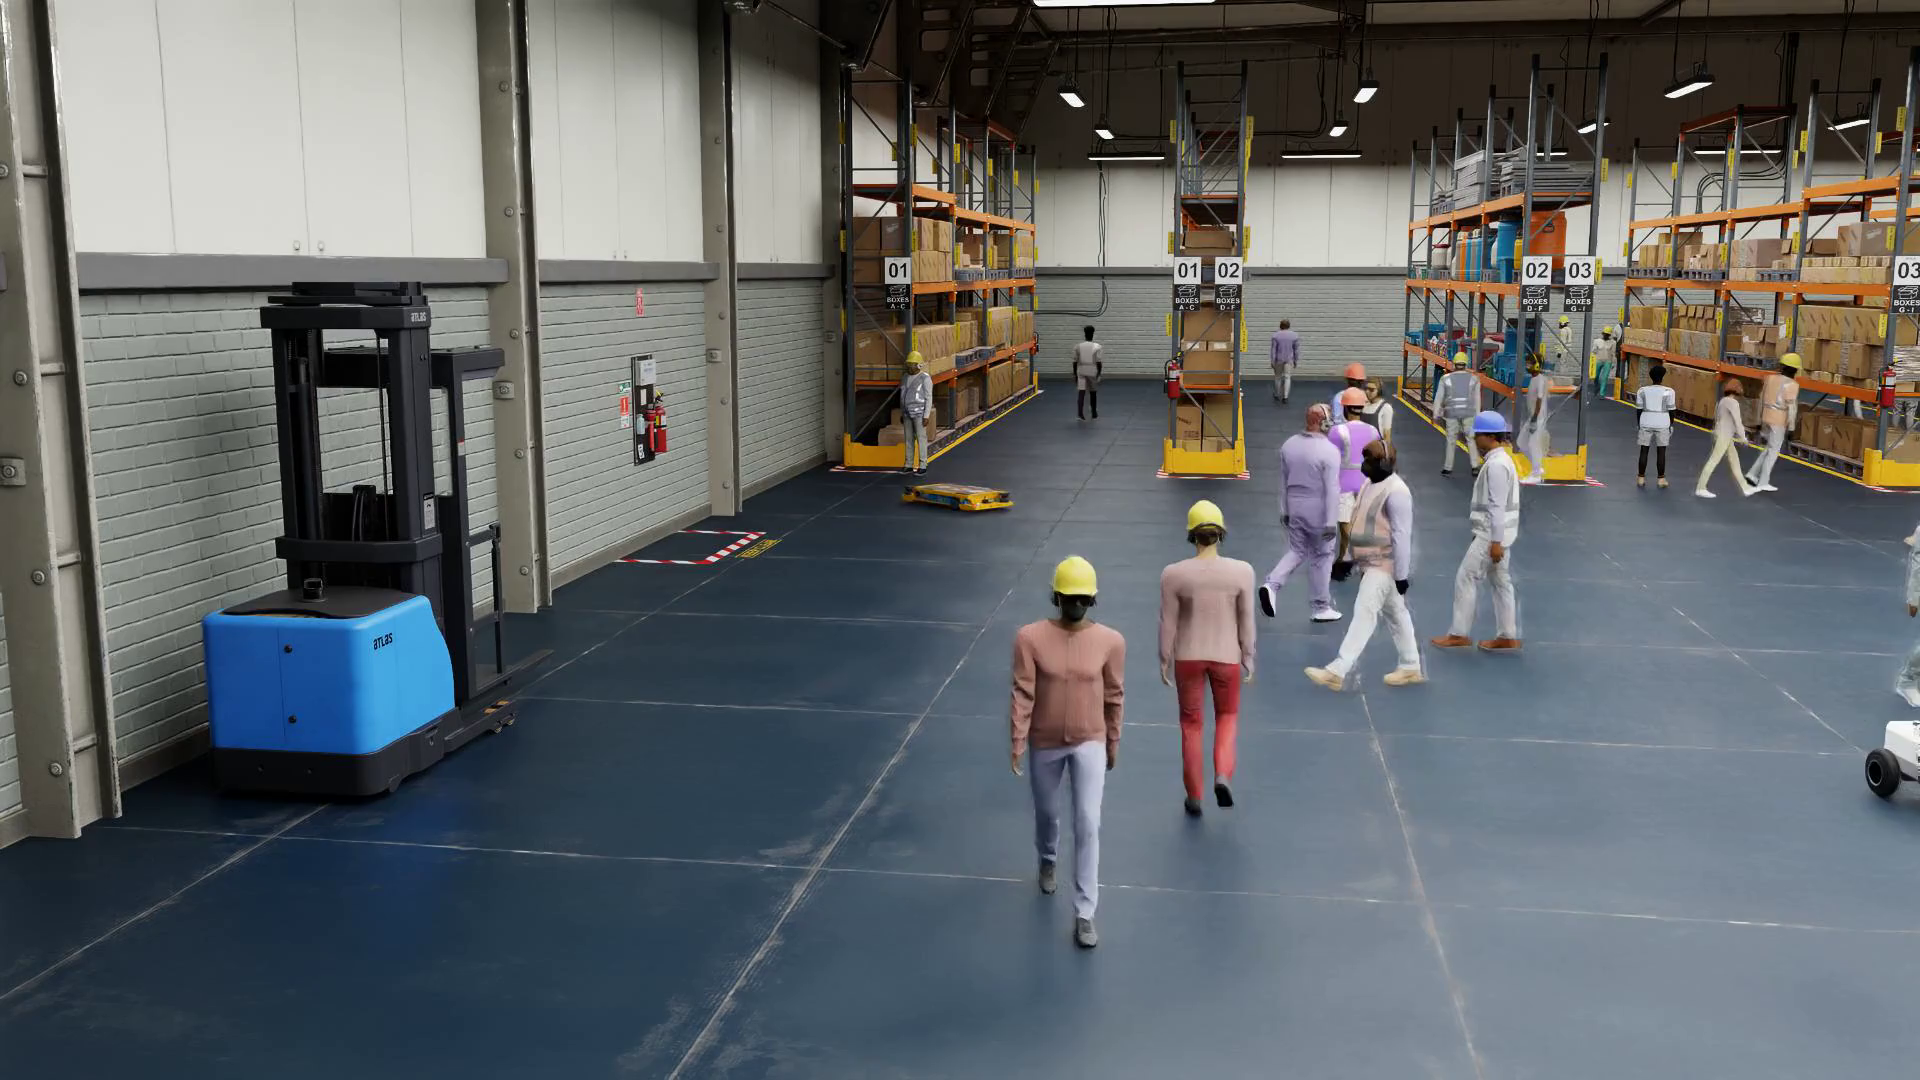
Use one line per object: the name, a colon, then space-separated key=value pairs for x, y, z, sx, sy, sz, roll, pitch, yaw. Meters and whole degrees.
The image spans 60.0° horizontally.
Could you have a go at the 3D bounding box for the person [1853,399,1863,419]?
person: x=17.449 y=-3.145 z=32.446 sx=0.590 sy=1.824 sz=1.009 roll=0 pitch=9 yaw=-3

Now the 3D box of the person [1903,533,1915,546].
person: x=10.945 y=-0.799 z=18.189 sx=1.026 sy=1.769 sz=0.629 roll=-1 pitch=9 yaw=-5

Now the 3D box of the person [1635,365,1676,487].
person: x=9.699 y=-1.588 z=23.214 sx=0.534 sy=1.698 sz=0.318 roll=6 pitch=11 yaw=34

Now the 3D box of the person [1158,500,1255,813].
person: x=1.358 y=0.654 z=9.199 sx=0.538 sy=1.751 sz=0.402 roll=1 pitch=9 yaw=4

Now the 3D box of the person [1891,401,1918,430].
person: x=16.536 y=-2.647 z=29.008 sx=0.399 sy=1.939 sz=0.602 roll=-3 pitch=10 yaw=-20

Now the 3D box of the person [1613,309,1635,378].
person: x=16.812 y=-4.761 z=41.860 sx=0.689 sy=2.000 sz=0.539 roll=8 pitch=12 yaw=42

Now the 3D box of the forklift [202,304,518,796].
forklift: x=-3.673 y=-0.038 z=10.147 sx=1.129 sy=2.768 sz=1.873 roll=1 pitch=9 yaw=9

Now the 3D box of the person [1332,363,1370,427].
person: x=4.802 y=-1.233 z=20.431 sx=0.559 sy=1.902 sz=0.964 roll=-5 pitch=10 yaw=-26

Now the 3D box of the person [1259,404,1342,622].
person: x=2.953 y=-0.222 z=14.217 sx=0.718 sy=1.892 sz=0.647 roll=-6 pitch=11 yaw=-34

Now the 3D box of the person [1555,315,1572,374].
person: x=15.793 y=-4.960 z=43.589 sx=0.403 sy=1.835 sz=0.587 roll=6 pitch=11 yaw=35

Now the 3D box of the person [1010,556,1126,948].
person: x=0.498 y=0.906 z=7.734 sx=0.523 sy=1.729 sz=0.866 roll=1 pitch=9 yaw=4

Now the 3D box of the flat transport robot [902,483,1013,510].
flat transport robot: x=-0.044 y=-0.570 z=21.454 sx=0.652 sy=0.197 sz=1.431 roll=-8 pitch=12 yaw=-41

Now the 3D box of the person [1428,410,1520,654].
person: x=4.054 y=-0.058 z=13.089 sx=0.799 sy=1.916 sz=0.640 roll=3 pitch=10 yaw=21

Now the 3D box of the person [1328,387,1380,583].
person: x=3.787 y=-0.510 z=15.932 sx=0.545 sy=1.907 sz=0.914 roll=-4 pitch=10 yaw=-25

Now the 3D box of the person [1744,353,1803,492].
person: x=11.163 y=-1.605 z=22.703 sx=0.542 sy=1.890 sz=0.615 roll=-2 pitch=9 yaw=-10

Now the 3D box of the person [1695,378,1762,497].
person: x=10.225 y=-1.349 z=22.053 sx=0.847 sy=1.574 sz=0.533 roll=2 pitch=9 yaw=13

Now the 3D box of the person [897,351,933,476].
person: x=-0.677 y=-1.864 z=24.491 sx=0.586 sy=1.837 sz=0.403 roll=8 pitch=12 yaw=42

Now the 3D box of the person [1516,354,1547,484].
person: x=8.096 y=-1.707 z=23.482 sx=0.414 sy=1.845 sz=0.550 roll=1 pitch=9 yaw=6

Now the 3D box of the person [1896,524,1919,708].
person: x=6.638 y=0.366 z=11.202 sx=0.488 sy=1.695 sz=0.945 roll=-1 pitch=9 yaw=-8

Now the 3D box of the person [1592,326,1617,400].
person: x=15.112 y=-4.171 z=39.040 sx=0.543 sy=1.737 sz=0.648 roll=4 pitch=10 yaw=26

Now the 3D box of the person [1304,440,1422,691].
person: x=2.954 y=0.181 z=11.981 sx=0.963 sy=1.796 sz=0.618 roll=0 pitch=9 yaw=-3

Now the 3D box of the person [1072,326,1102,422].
person: x=2.542 y=-3.324 z=33.259 sx=0.619 sy=1.920 sz=0.994 roll=3 pitch=10 yaw=17

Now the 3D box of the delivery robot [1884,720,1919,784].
delivery robot: x=5.531 y=1.206 z=9.338 sx=0.477 sy=0.478 sz=0.707 roll=0 pitch=9 yaw=-1

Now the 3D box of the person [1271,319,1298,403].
person: x=7.431 y=-4.117 z=38.203 sx=0.654 sy=1.886 sz=1.020 roll=0 pitch=9 yaw=0

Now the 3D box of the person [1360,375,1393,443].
person: x=4.763 y=-0.972 z=19.018 sx=0.555 sy=1.830 sz=0.514 roll=-6 pitch=11 yaw=-31

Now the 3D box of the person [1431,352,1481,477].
person: x=7.247 y=-1.824 z=24.269 sx=0.739 sy=1.835 sz=0.480 roll=2 pitch=9 yaw=14
